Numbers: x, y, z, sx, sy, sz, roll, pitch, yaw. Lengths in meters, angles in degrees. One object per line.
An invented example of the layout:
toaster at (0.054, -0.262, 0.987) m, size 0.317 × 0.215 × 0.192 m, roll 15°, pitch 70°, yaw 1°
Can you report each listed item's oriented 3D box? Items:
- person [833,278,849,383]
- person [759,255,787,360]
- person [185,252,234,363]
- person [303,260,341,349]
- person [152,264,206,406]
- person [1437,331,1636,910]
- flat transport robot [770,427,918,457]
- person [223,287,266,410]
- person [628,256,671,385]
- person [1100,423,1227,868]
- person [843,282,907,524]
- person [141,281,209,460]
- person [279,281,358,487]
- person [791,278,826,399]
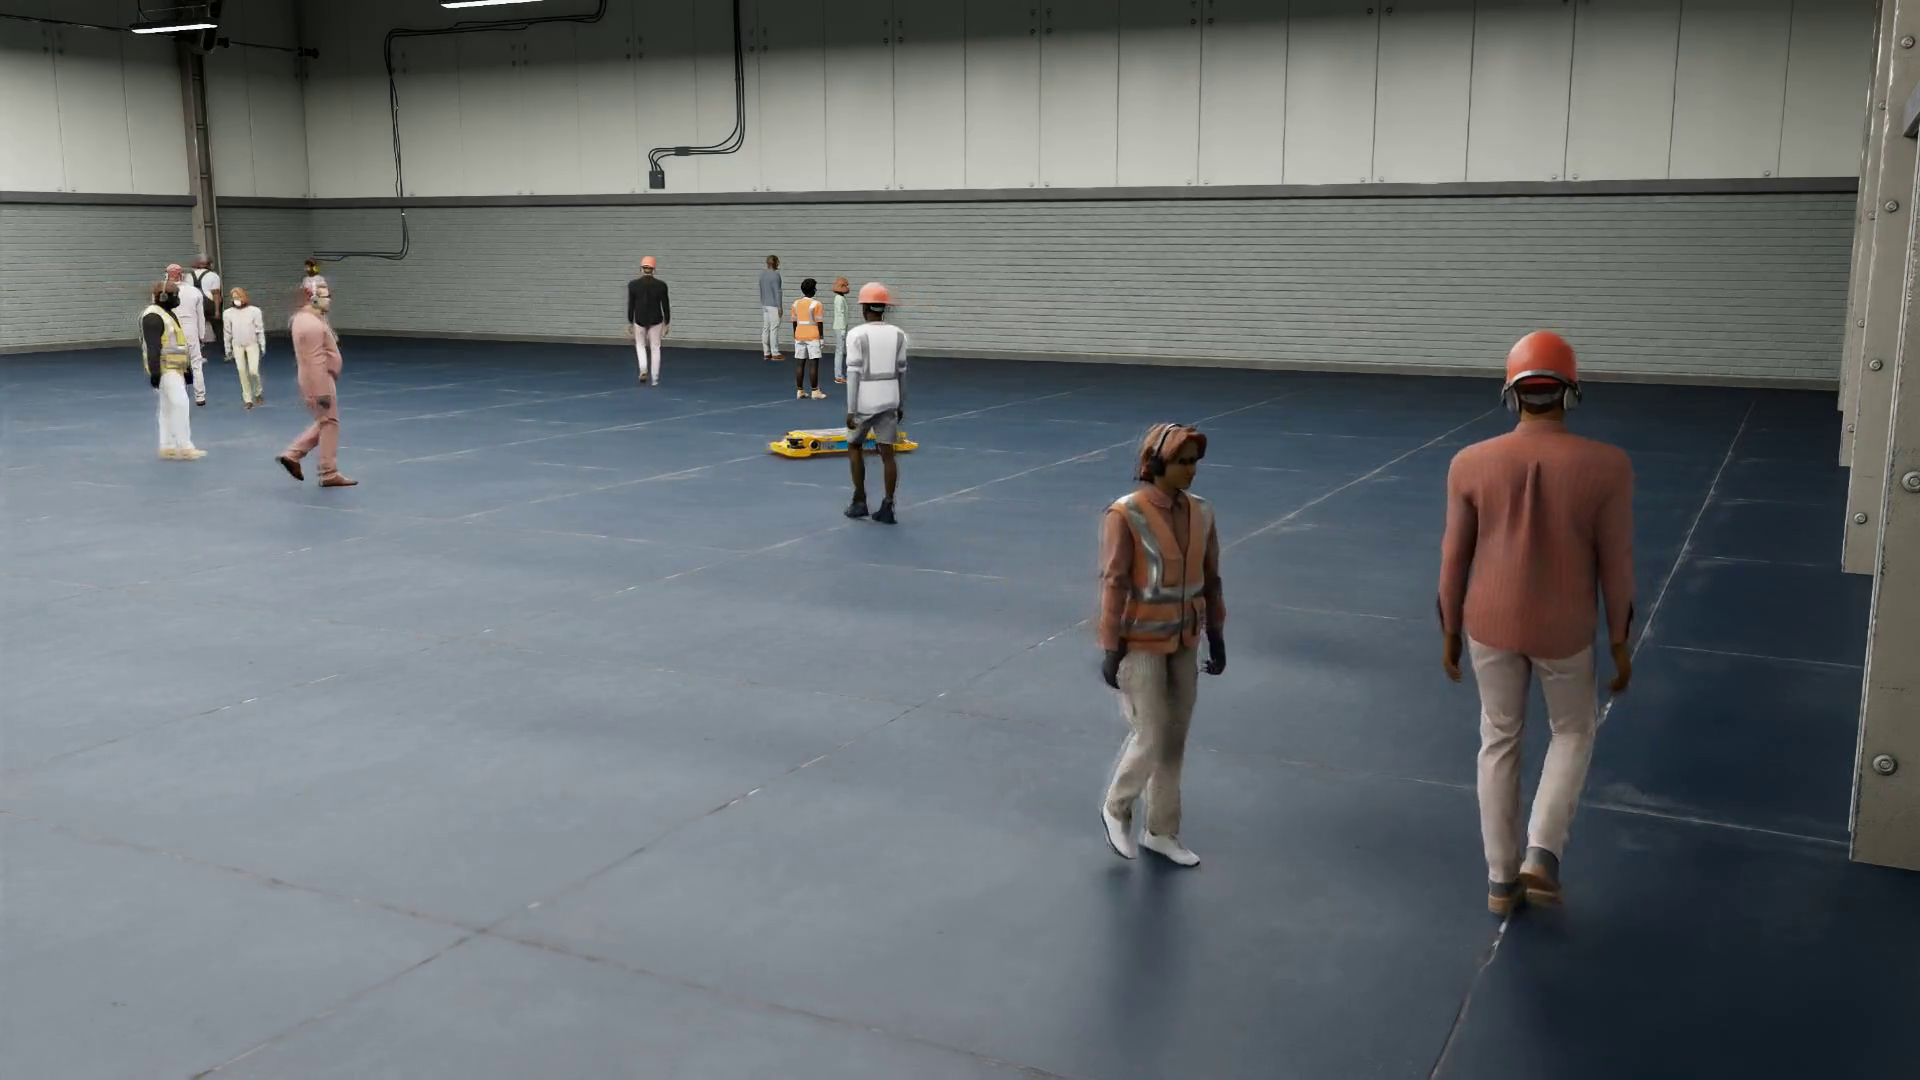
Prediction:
person at (-1.838, -3.263, 25.939) m, size 0.277 × 1.636 × 0.505 m, roll -1°, pitch 10°, yaw -7°
person at (-3.458, -4.277, 30.642) m, size 0.370 × 1.940 × 0.627 m, roll -8°, pitch 13°, yaw -36°
person at (-13.638, -4.239, 30.159) m, size 0.699 × 2.000 × 0.986 m, roll 2°, pitch 11°, yaw 12°
person at (-12.483, -4.538, 32.391) m, size 0.508 × 1.838 × 0.879 m, roll 3°, pitch 11°, yaw 15°
person at (-10.480, -2.739, 22.343) m, size 0.642 × 1.910 × 0.401 m, roll -7°, pitch 13°, yaw -35°
person at (1.933, 0.293, 5.608) m, size 0.646 × 1.978 × 0.444 m, roll 5°, pitch 12°, yaw 27°
flat transport robot at (-1.225, -1.052, 17.612) m, size 1.431 × 0.197 × 0.652 m, roll -5°, pitch 11°, yaw -25°
person at (-9.432, -2.519, 21.922) m, size 0.519 × 1.613 × 0.359 m, roll -1°, pitch 10°, yaw -6°
person at (-4.768, -3.365, 25.564) m, size 0.649 × 1.976 × 0.440 m, roll -1°, pitch 10°, yaw -6°
person at (0.740, 0.387, 6.025) m, size 0.545 × 1.625 × 0.358 m, roll -8°, pitch 13°, yaw -37°
person at (-0.716, -1.105, 13.396) m, size 0.582 × 1.912 × 0.704 m, roll -6°, pitch 12°, yaw -30°
person at (-7.988, -1.730, 17.049) m, size 0.653 × 1.826 × 0.661 m, roll -2°, pitch 11°, yaw -8°
person at (-5.875, -1.410, 15.144) m, size 0.547 × 1.886 × 0.660 m, roll -6°, pitch 12°, yaw -29°
person at (-2.126, -2.823, 23.375) m, size 0.538 × 1.695 × 0.320 m, roll 7°, pitch 12°, yaw 33°
